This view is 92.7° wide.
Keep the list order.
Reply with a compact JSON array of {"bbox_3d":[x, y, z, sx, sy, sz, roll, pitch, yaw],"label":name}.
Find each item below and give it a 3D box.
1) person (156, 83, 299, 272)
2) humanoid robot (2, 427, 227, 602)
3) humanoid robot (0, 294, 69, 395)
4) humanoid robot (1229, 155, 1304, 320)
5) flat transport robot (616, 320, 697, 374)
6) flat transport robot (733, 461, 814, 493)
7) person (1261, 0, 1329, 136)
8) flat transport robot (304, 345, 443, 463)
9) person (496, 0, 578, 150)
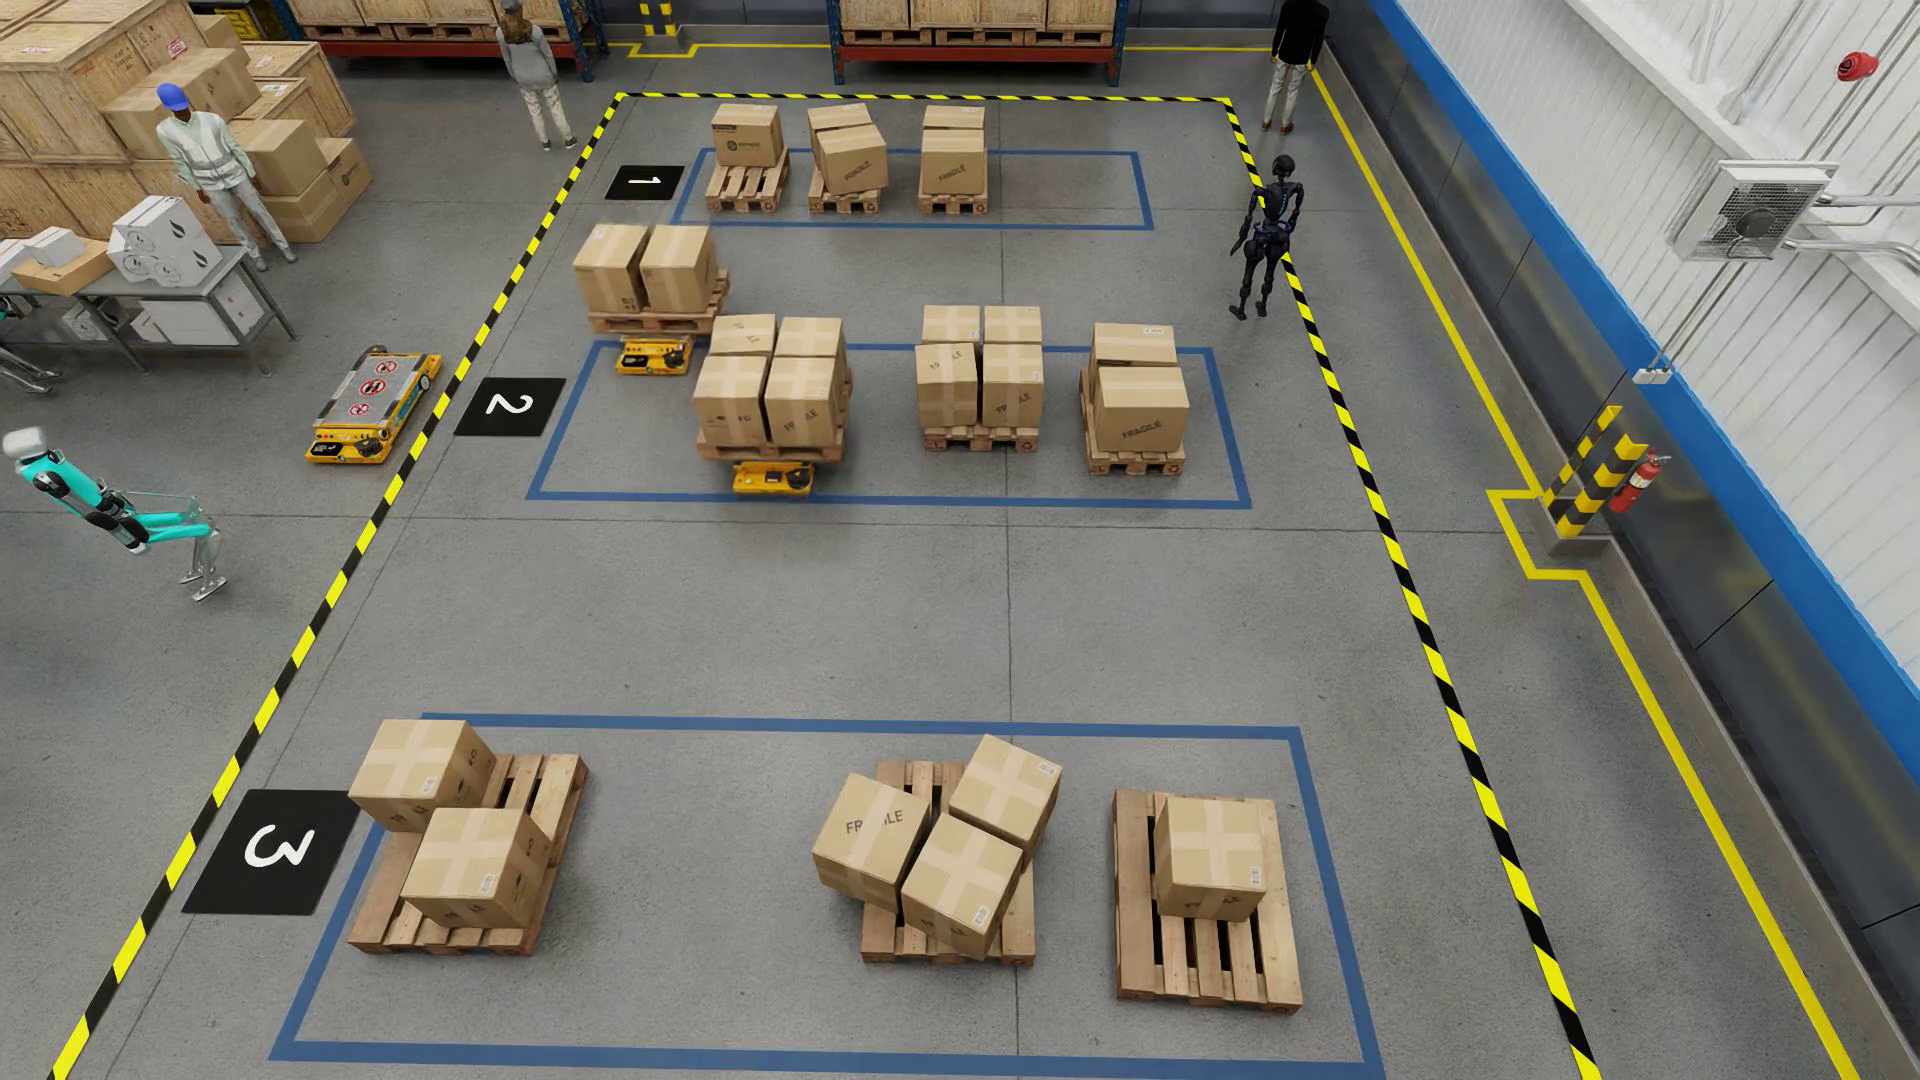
[{"bbox_3d":[-7.552,-3.699,9.406,0.602,1.939,0.411,-30,56,-23],"label":"person"},{"bbox_3d":[-5.792,-0.237,6.517,0.735,1.677,0.533,-37,59,-27],"label":"humanoid robot"},{"bbox_3d":[-8.741,-1.999,8.047,0.740,1.708,0.539,-6,50,-5],"label":"humanoid robot"},{"bbox_3d":[2.966,-2.920,8.905,0.599,1.658,0.315,-7,50,-6],"label":"humanoid robot"},{"bbox_3d":[-2.960,-2.199,9.210,0.652,0.197,1.431,1,50,1],"label":"flat transport robot"},{"bbox_3d":[-1.588,-0.997,8.192,0.652,0.197,1.431,1,50,1],"label":"flat transport robot"},{"bbox_3d":[4.166,-6.031,11.412,0.591,1.883,0.369,23,54,19],"label":"person"},{"bbox_3d":[-5.383,-1.269,8.441,0.659,0.231,1.431,1,50,1],"label":"flat transport robot"},{"bbox_3d":[-5.186,-5.662,11.175,0.572,1.766,0.396,-5,50,-4],"label":"person"}]
